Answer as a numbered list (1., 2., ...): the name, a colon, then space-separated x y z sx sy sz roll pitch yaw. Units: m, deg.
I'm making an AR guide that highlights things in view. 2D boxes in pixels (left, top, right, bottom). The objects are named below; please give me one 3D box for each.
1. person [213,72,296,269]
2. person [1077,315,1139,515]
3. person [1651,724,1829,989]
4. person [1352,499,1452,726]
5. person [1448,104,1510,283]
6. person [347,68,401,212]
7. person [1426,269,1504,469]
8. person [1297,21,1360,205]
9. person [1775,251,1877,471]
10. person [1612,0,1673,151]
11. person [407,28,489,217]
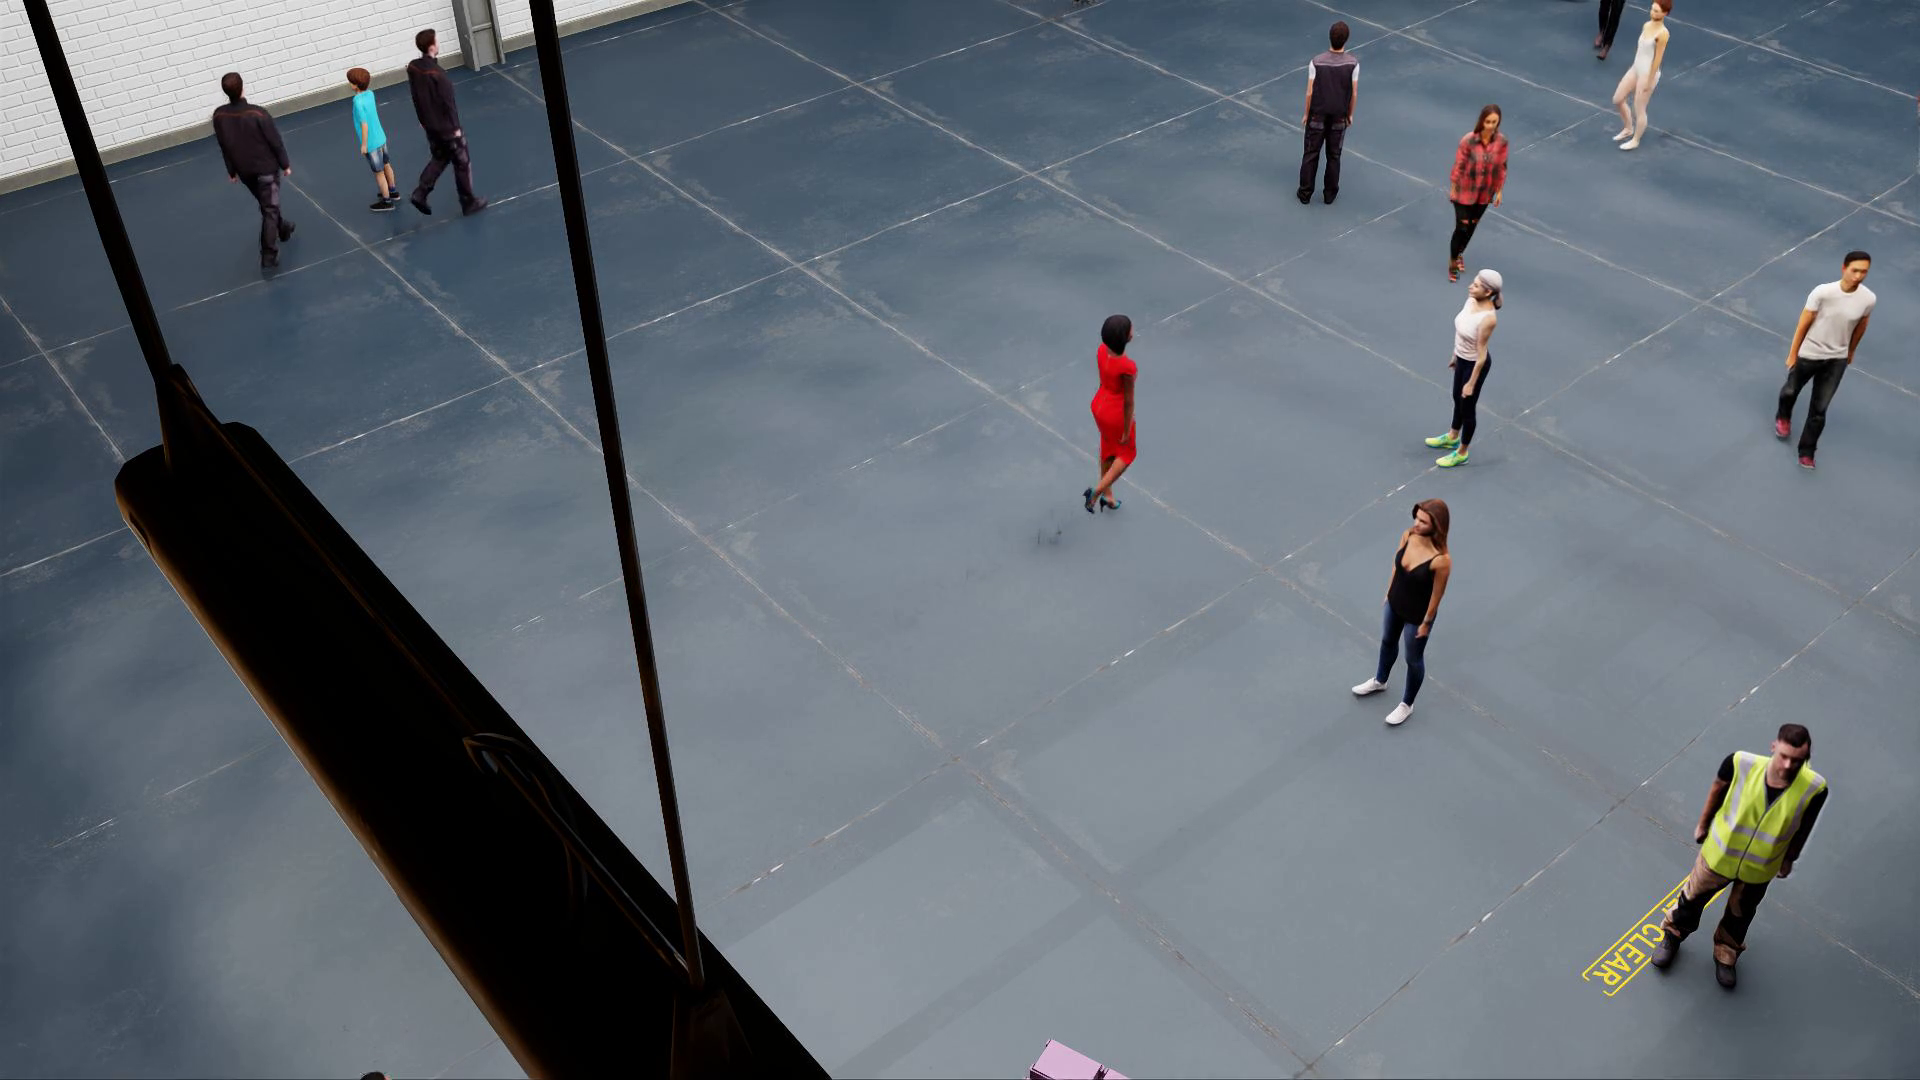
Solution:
1. person: -6.529 -3.381 15.390 1.217 1.798 1.264 2 39 2
2. person: 1.076 -0.874 12.306 0.713 1.729 0.578 -25 45 -28
3. person: 4.249 1.680 9.012 0.823 1.848 0.861 16 41 19
4. person: 2.901 0.428 10.680 0.583 1.723 0.632 -19 42 -22
5. person: 4.718 -3.251 15.318 0.794 1.685 0.851 -2 39 -3
6. person: -5.796 -3.973 16.411 0.649 1.449 0.596 1 39 2
7. person: 3.974 -1.345 12.918 0.725 1.702 0.686 -1 39 -1
8. person: 3.622 -4.187 16.359 0.735 1.849 0.792 4 39 5
9. person: 6.740 -1.497 13.060 1.070 1.762 1.213 9 39 11
10. person: 7.220 -4.871 17.391 0.683 1.629 0.662 -10 40 -12
11. person: -5.049 -3.958 16.038 0.857 1.891 1.085 24 44 27
